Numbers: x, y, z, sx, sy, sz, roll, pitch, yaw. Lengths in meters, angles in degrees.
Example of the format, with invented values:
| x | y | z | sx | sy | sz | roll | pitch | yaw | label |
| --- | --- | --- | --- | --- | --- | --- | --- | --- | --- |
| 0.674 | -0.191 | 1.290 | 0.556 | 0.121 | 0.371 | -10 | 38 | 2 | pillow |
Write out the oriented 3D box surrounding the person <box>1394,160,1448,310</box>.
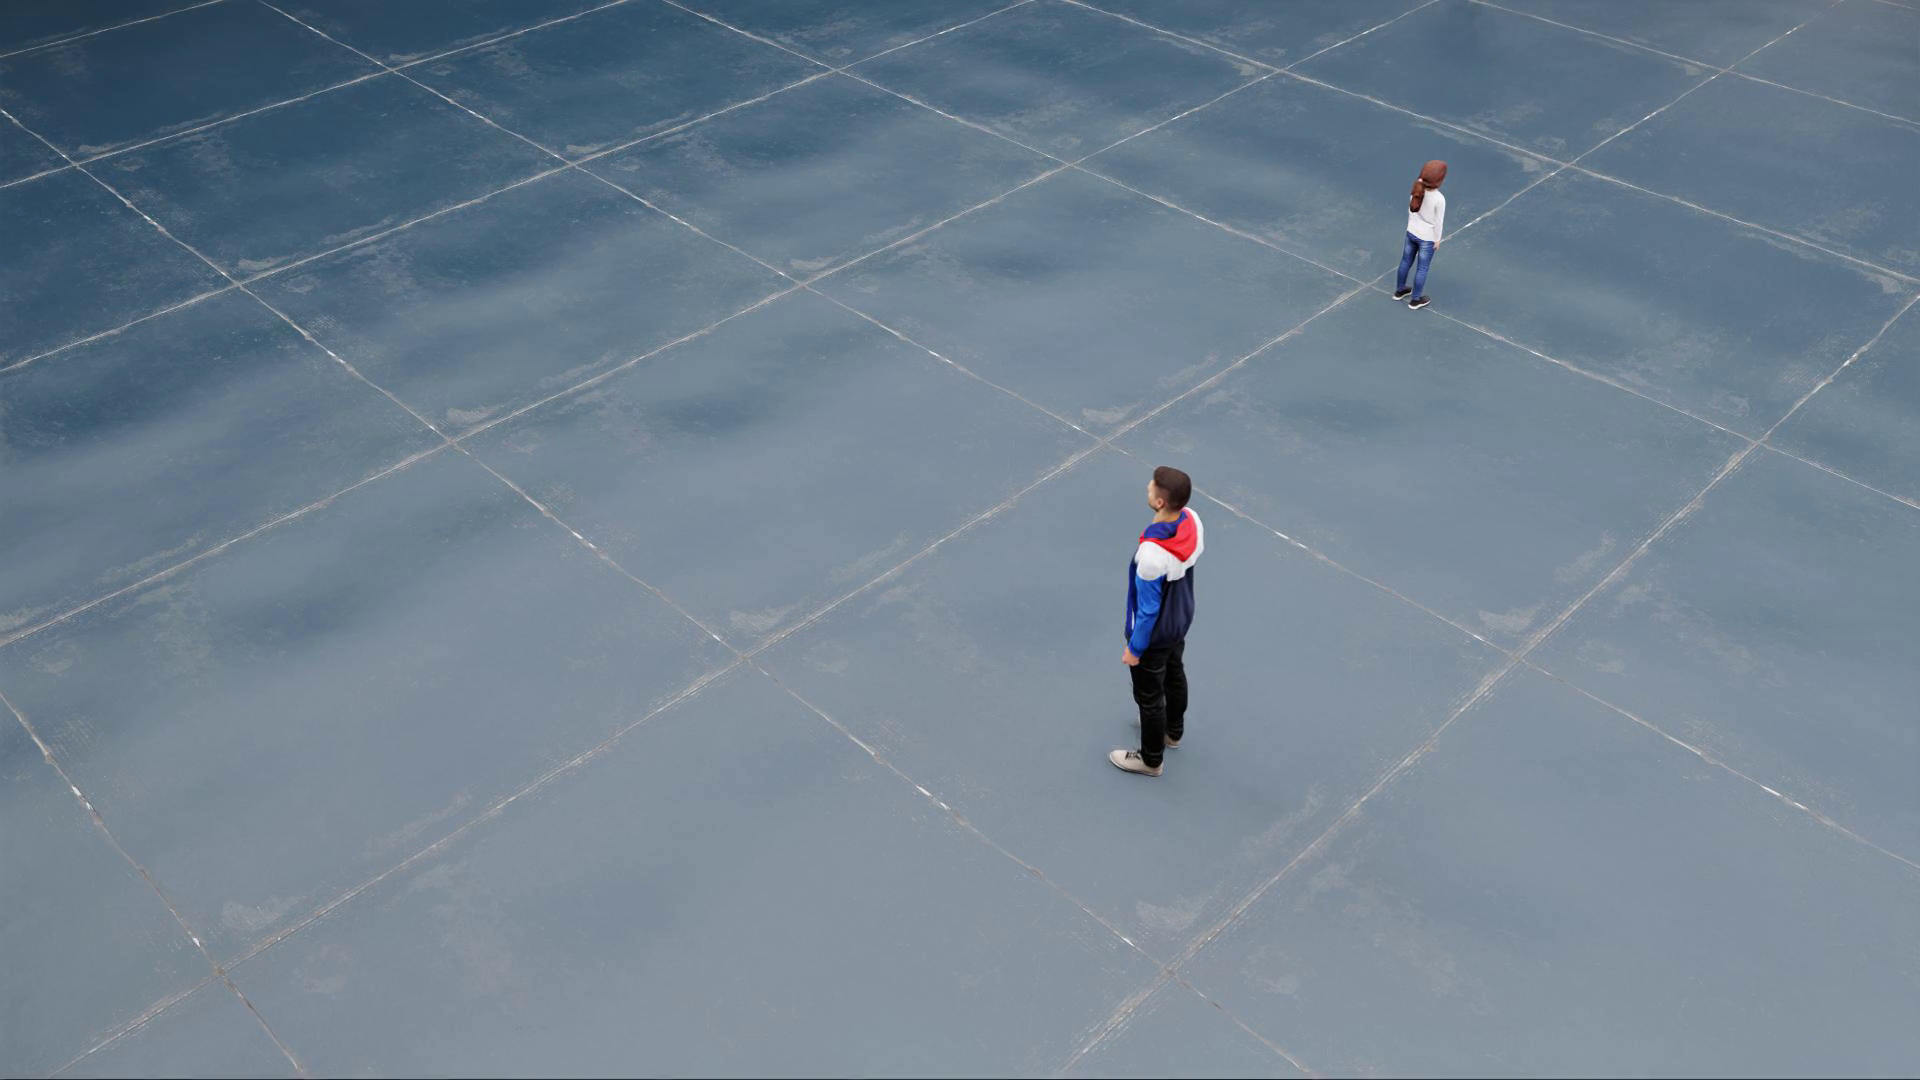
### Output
| x | y | z | sx | sy | sz | roll | pitch | yaw | label |
| --- | --- | --- | --- | --- | --- | --- | --- | --- | --- |
| 3.324 | -2.217 | 11.968 | 0.489 | 1.106 | 0.457 | -25 | 44 | -29 | person |

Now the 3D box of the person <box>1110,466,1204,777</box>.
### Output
| x | y | z | sx | sy | sz | roll | pitch | yaw | label |
| --- | --- | --- | --- | --- | --- | --- | --- | --- | --- |
| 0.963 | 0.393 | 7.998 | 0.726 | 1.756 | 0.520 | 23 | 43 | 27 | person |
